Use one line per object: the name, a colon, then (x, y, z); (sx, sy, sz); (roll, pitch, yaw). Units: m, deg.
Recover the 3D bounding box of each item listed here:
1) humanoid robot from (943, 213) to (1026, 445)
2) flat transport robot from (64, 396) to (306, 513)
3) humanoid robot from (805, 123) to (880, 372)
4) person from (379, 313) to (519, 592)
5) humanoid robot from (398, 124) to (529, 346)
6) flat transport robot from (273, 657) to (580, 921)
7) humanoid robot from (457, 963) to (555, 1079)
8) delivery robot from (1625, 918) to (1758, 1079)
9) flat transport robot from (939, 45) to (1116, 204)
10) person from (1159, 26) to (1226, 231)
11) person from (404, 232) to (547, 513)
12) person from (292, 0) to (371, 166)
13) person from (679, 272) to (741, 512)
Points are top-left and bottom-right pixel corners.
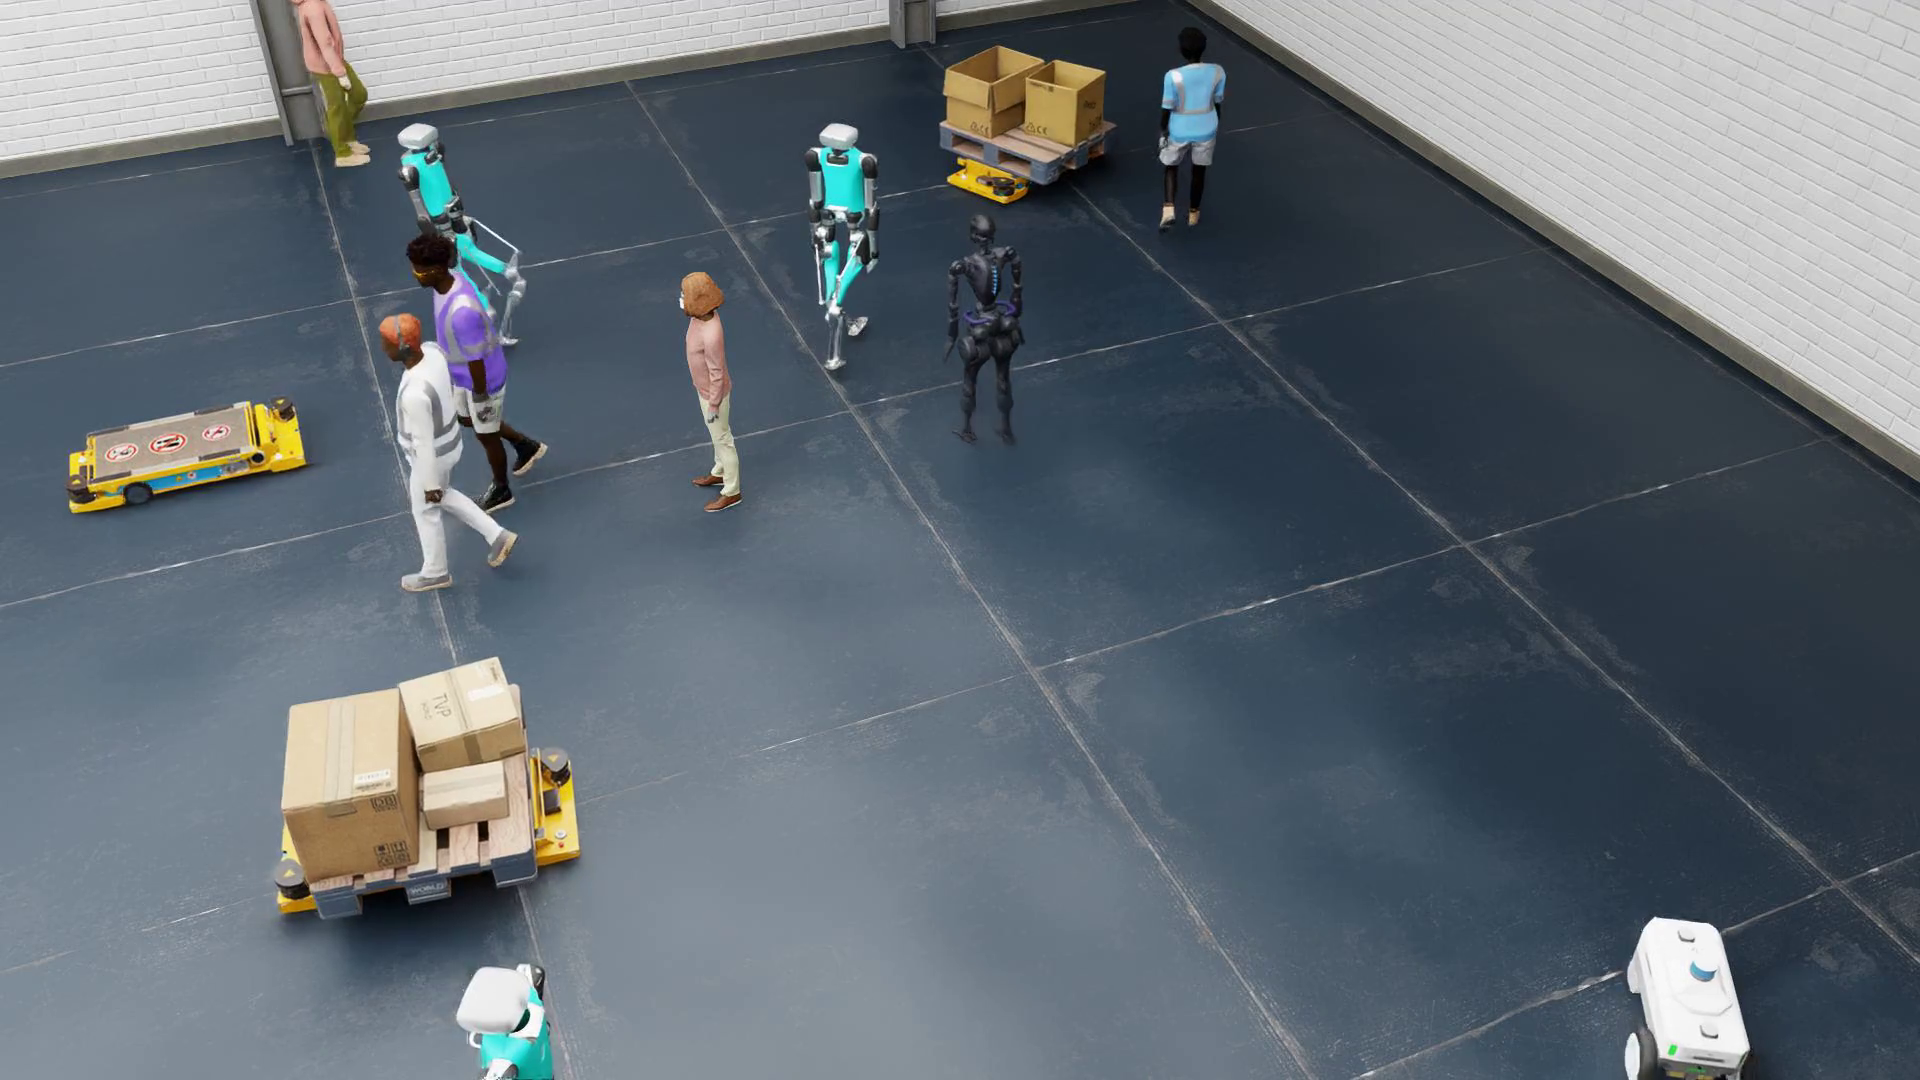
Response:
humanoid robot: (0.176, -1.364, 10.905); (0.589, 1.659, 0.416); (-19, 41, -23)
flat transport robot: (-5.130, -0.575, 11.021); (1.431, 0.231, 0.659); (-14, 40, -18)
humanoid robot: (-0.889, -1.973, 11.670); (0.541, 1.749, 1.043); (12, 39, 15)
person: (-3.036, -0.499, 9.608); (0.667, 1.867, 0.599); (0, 38, 0)
humanoid robot: (-3.416, -2.054, 11.762); (0.788, 1.785, 0.533); (6, 38, 7)
flat transport robot: (-2.673, 1.447, 8.390); (1.431, 0.231, 0.659); (-9, 38, -11)
humanoid robot: (-1.812, 2.251, 6.235); (0.743, 1.901, 0.556); (1, 38, 1)
delivery robot: (3.216, 2.080, 7.342); (0.499, 0.608, 0.786); (5, 38, 7)
flat transport robot: (0.595, -3.359, 14.646); (0.659, 0.231, 1.431); (27, 45, 31)
person: (1.859, -3.265, 13.362); (0.516, 1.685, 0.481); (-2, 38, -2)
person: (-2.971, -1.035, 10.247); (0.541, 1.944, 0.625); (-19, 41, -23)
person: (-5.383, -4.081, 14.313); (0.450, 1.820, 0.521); (-8, 38, -10)
person: (-1.564, -0.932, 10.365); (0.283, 1.633, 0.499); (-11, 39, -15)
